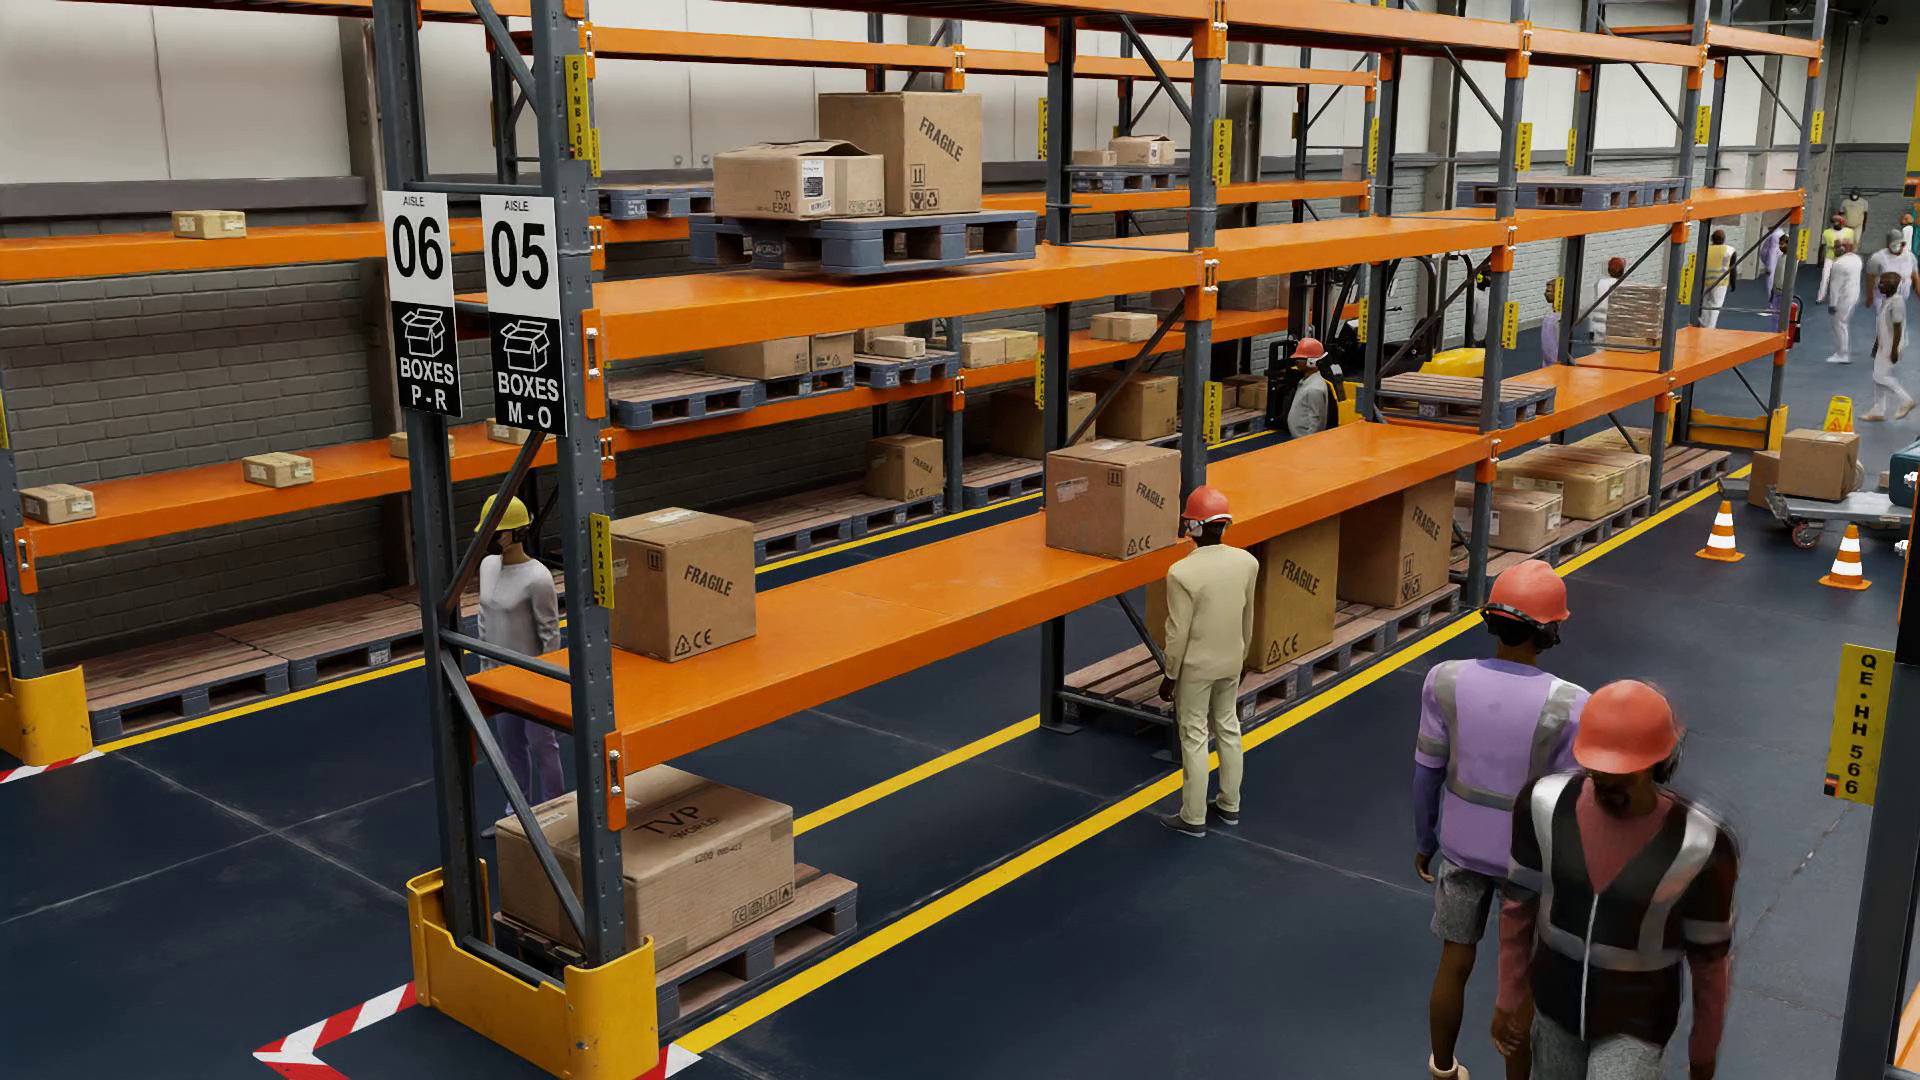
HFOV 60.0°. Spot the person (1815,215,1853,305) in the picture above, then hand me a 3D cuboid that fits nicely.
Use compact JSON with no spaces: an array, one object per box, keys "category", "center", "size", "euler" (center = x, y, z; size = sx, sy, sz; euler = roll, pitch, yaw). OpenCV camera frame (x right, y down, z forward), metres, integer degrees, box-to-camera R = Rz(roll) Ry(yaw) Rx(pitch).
[{"category":"person","center":[17.689,-5.658,33.631],"size":[0.627,1.793,0.737],"euler":[3,14,13]}]

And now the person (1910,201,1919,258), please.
[{"category":"person","center":[25.735,-8.383,44.457],"size":[0.597,1.915,0.370],"euler":[6,15,24]}]

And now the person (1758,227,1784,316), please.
[{"category":"person","center":[15.407,-5.218,31.627],"size":[0.401,1.896,0.654],"euler":[7,15,25]}]

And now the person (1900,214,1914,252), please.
[{"category":"person","center":[21.153,-6.474,37.270],"size":[0.267,1.631,0.507],"euler":[13,19,42]}]

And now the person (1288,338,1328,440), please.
[{"category":"person","center":[2.919,-0.834,14.055],"size":[0.325,1.752,0.563],"euler":[1,14,3]}]

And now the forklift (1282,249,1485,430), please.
[{"category":"forklift","center":[4.886,-2.214,18.767],"size":[2.313,2.155,1.214],"euler":[11,18,38]}]

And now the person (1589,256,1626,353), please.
[{"category":"person","center":[8.384,-2.728,21.547],"size":[0.458,1.871,0.574],"euler":[-10,17,-36]}]

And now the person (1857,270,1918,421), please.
[{"category":"person","center":[11.173,-2.310,19.930],"size":[0.508,1.827,0.533],"euler":[4,14,17]}]

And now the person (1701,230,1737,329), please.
[{"category":"person","center":[12.889,-4.366,28.349],"size":[0.631,1.798,0.942],"euler":[9,17,34]}]

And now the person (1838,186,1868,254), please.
[{"category":"person","center":[23.950,-8.502,44.685],"size":[0.711,2.000,0.537],"euler":[7,15,26]}]

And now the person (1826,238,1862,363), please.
[{"category":"person","center":[13.296,-3.608,25.096],"size":[0.677,1.877,0.527],"euler":[-10,17,-35]}]

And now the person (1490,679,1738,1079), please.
[{"category":"person","center":[1.902,1.310,4.820],"size":[0.614,2.014,0.908],"euler":[12,18,40]}]

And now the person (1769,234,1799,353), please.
[{"category":"person","center":[12.993,-3.903,26.328],"size":[0.329,1.865,0.507],"euler":[-2,14,-8]}]

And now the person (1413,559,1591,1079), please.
[{"category":"person","center":[1.874,1.063,5.738],"size":[0.615,2.041,0.392],"euler":[10,17,36]}]

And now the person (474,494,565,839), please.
[{"category":"person","center":[-2.143,0.641,8.026],"size":[0.533,1.768,0.310],"euler":[10,17,35]}]

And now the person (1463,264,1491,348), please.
[{"category":"person","center":[6.374,-2.461,20.475],"size":[0.329,1.861,0.504],"euler":[9,16,33]}]

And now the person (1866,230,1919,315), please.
[{"category":"person","center":[14.233,-3.729,25.251],"size":[0.790,2.000,0.875],"euler":[-1,14,-3]}]

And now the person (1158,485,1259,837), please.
[{"category":"person","center":[1.204,0.593,8.246],"size":[0.570,1.749,0.342],"euler":[-9,17,-34]}]
